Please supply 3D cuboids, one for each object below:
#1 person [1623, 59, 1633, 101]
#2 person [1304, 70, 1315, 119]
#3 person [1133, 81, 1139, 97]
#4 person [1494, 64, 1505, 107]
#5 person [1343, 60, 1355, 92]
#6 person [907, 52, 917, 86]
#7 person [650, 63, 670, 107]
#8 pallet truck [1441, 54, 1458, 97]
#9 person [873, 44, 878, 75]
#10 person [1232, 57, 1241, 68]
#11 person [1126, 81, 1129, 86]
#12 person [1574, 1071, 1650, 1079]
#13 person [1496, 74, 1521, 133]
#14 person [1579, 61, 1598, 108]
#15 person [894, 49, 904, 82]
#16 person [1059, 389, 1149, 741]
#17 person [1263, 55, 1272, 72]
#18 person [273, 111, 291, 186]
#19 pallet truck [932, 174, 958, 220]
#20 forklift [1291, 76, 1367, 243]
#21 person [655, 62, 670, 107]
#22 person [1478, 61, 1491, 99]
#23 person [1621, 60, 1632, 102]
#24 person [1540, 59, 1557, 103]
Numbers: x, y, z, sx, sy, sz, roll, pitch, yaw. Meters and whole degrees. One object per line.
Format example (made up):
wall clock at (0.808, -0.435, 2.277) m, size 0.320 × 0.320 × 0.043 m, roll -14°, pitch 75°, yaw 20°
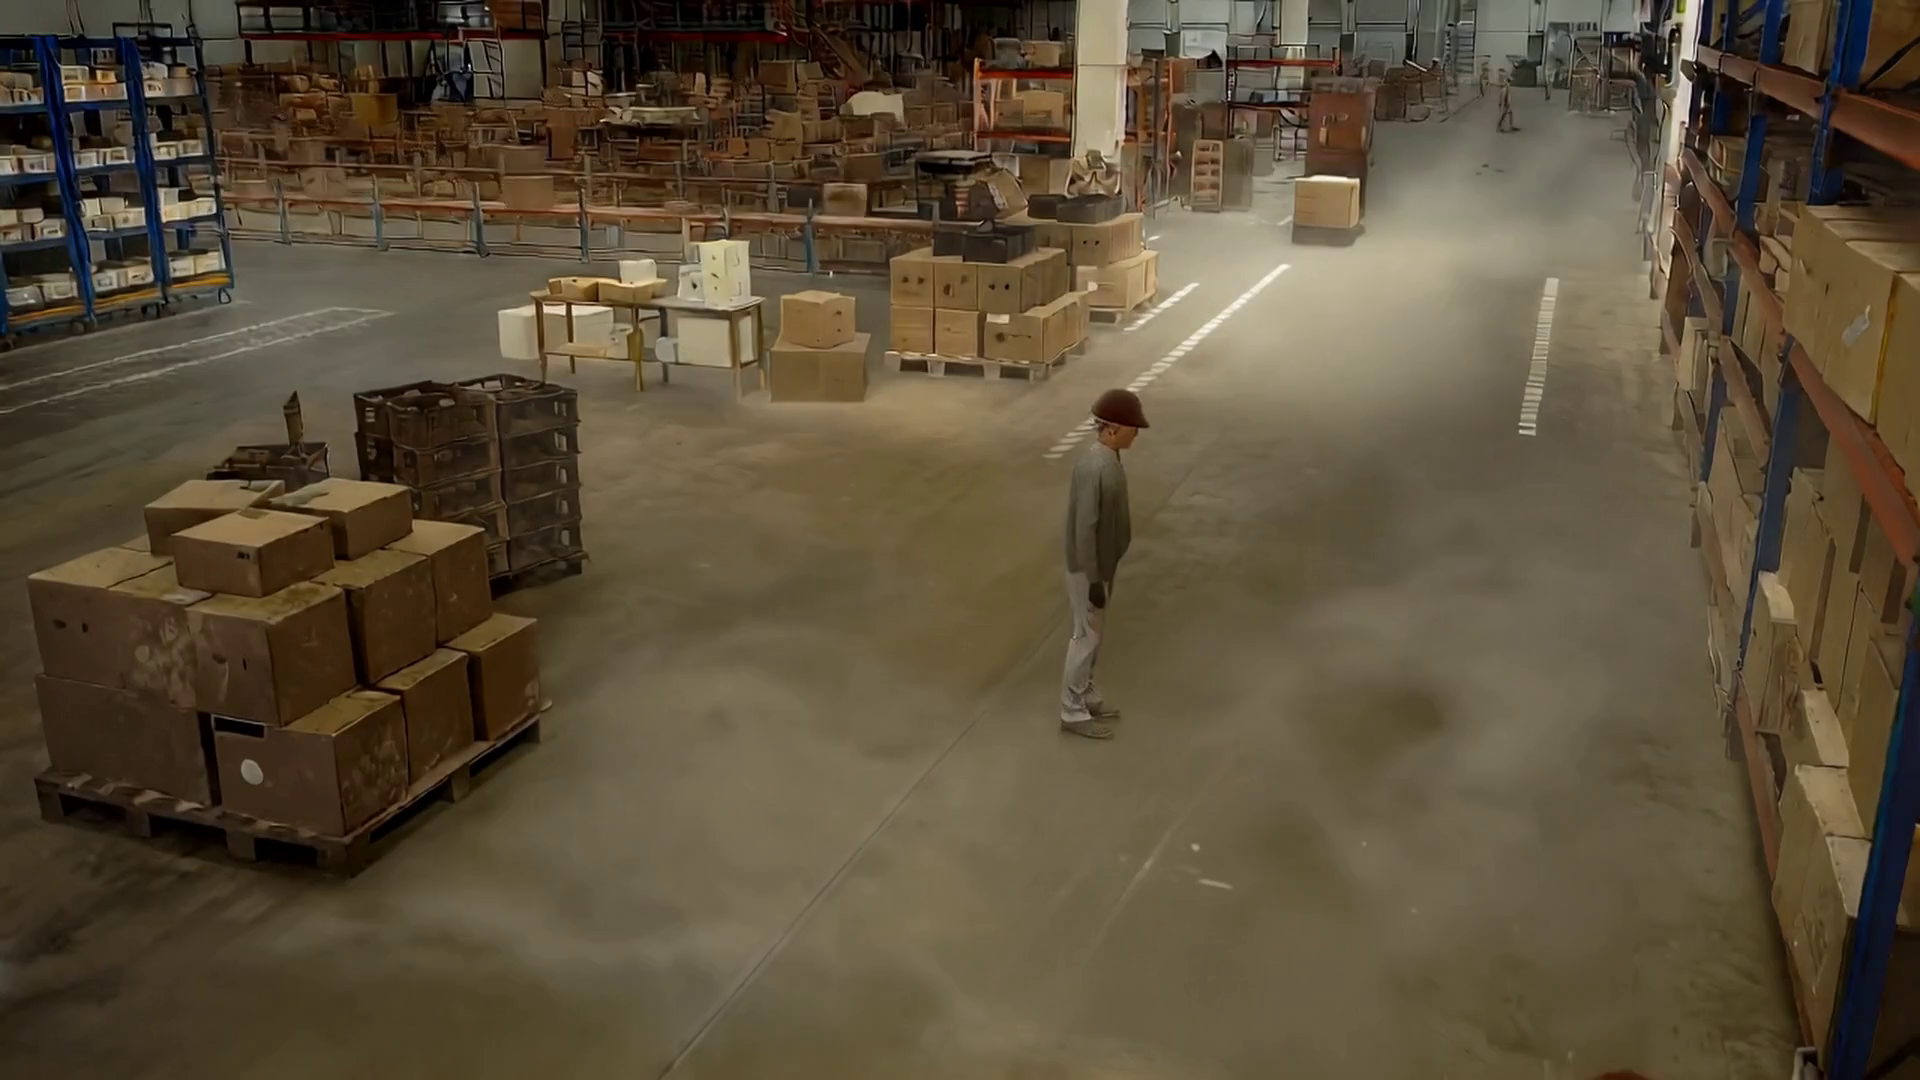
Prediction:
person at (29.880, -20.451, 74.009) m, size 0.631 × 1.898 × 0.715 m, roll 15°, pitch 23°, yaw 40°
person at (13.223, -16.832, 62.851) m, size 0.306 × 1.770 × 0.525 m, roll 13°, pitch 22°, yaw 35°
person at (5.908, -14.595, 55.938) m, size 0.548 × 1.686 × 0.449 m, roll 7°, pitch 19°, yaw 22°
person at (22.936, -19.307, 70.663) m, size 0.310 × 1.744 × 0.486 m, roll 9°, pitch 20°, yaw 26°
person at (17.053, -20.092, 72.926) m, size 0.514 × 1.873 × 0.329 m, roll 7°, pitch 19°, yaw 22°
person at (-2.456, -24.196, 85.748) m, size 0.542 × 1.923 × 0.400 m, roll 3°, pitch 18°, yaw 10°
person at (-12.550, -19.000, 69.584) m, size 1.052 × 1.827 × 0.567 m, roll 6°, pitch 19°, yaw 19°
pallet truck at (22.765, -21.886, 78.355) m, size 0.823 × 1.965 × 1.885 m, roll -4°, pitch 18°, yaw -14°
person at (-5.186, -29.229, 101.465) m, size 0.801 × 1.977 × 0.613 m, roll 4°, pitch 18°, yaw 14°
person at (12.746, -21.431, 77.062) m, size 0.627 × 1.924 × 0.541 m, roll -13°, pitch 22°, yaw -35°
person at (5.986, -16.114, 60.240) m, size 0.394 × 1.987 × 0.626 m, roll -3°, pitch 18°, yaw -8°
person at (1.445, 1.971, 3.684) m, size 0.784 × 1.814 × 0.661 m, roll -1°, pitch 18°, yaw -4°
person at (18.349, -14.500, 55.306) m, size 0.919 × 1.896 × 0.566 m, roll 7°, pitch 19°, yaw 21°
person at (26.370, -19.038, 69.543) m, size 0.634 × 1.910 × 0.676 m, roll -15°, pitch 23°, yaw -40°
person at (-3.466, -27.101, 95.035) m, size 0.632 × 1.822 × 0.649 m, roll -7°, pitch 19°, yaw -22°
person at (0.804, 0.137, 9.206) m, size 0.434 × 1.976 × 0.613 m, roll 5°, pitch 18°, yaw 14°
person at (15.259, -23.041, 82.284) m, size 0.830 × 1.819 × 0.621 m, roll 8°, pitch 20°, yaw 25°
person at (-15.382, -8.829, 37.733) m, size 0.411 × 1.749 × 0.541 m, roll -3°, pitch 18°, yaw -8°
pallet truck at (-0.507, -5.292, 27.348) m, size 0.653 × 1.274 × 1.630 m, roll 6°, pitch 19°, yaw 19°
forklift at (6.598, -6.755, 29.381) m, size 1.129 × 2.768 × 1.873 m, roll 6°, pitch 19°, yaw 19°
person at (-11.703, -17.796, 65.494) m, size 0.616 × 2.010 × 0.538 m, roll -9°, pitch 20°, yaw -25°
person at (24.328, -21.326, 77.079) m, size 0.540 × 1.697 × 0.317 m, roll 7°, pitch 19°, yaw 22°
person at (29.621, -20.276, 73.576) m, size 0.487 × 1.830 × 0.592 m, roll 6°, pitch 19°, yaw 18°
person at (25.929, -20.206, 73.212) m, size 0.392 × 1.916 × 0.592 m, roll -15°, pitch 23°, yaw -38°
